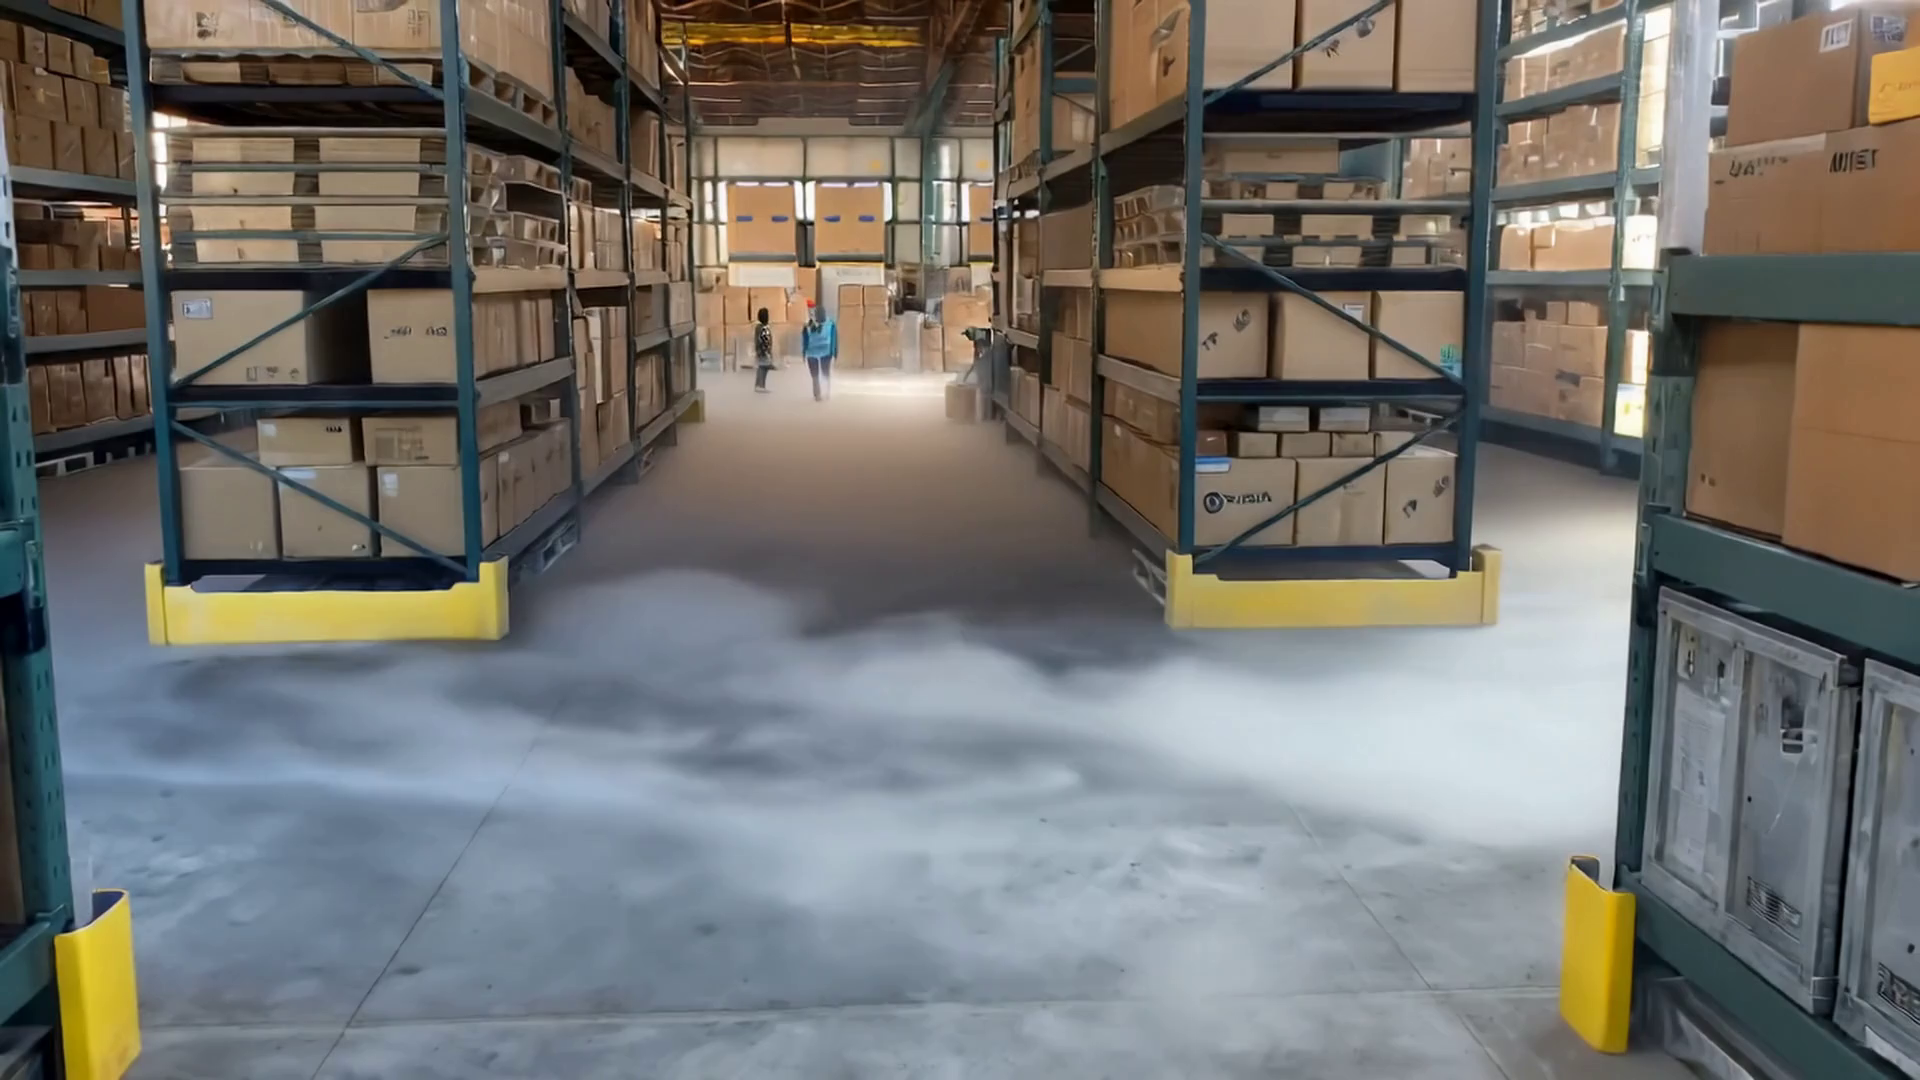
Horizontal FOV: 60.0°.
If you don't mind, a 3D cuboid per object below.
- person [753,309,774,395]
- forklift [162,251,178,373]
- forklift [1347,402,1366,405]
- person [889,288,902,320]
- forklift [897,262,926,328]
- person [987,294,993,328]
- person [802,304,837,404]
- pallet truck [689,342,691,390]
[{"bbox_3d":[-3.887,-3.699,32.772,0.319,1.693,0.532,-5,11,-30],"label":"person"},{"bbox_3d":[-15.776,-4.215,32.298,1.129,2.768,1.873,-1,9,-4],"label":"forklift"},{"bbox_3d":[4.402,-2.602,22.168,1.873,2.768,1.129,-1,9,-4],"label":"forklift"},{"bbox_3d":[-2.310,-7.828,57.979,0.634,1.930,0.384,3,10,20],"label":"person"},{"bbox_3d":[-1.780,-8.547,59.499,1.129,2.768,1.873,-1,9,-4],"label":"forklift"},{"bbox_3d":[0.948,-5.534,43.577,0.624,1.930,0.380,0,9,0],"label":"person"},{"bbox_3d":[-2.585,-3.412,30.553,0.630,1.828,0.477,0,9,-3],"label":"person"},{"bbox_3d":[-5.225,-3.008,27.480,1.885,1.965,0.823,2,9,14],"label":"pallet truck"}]
